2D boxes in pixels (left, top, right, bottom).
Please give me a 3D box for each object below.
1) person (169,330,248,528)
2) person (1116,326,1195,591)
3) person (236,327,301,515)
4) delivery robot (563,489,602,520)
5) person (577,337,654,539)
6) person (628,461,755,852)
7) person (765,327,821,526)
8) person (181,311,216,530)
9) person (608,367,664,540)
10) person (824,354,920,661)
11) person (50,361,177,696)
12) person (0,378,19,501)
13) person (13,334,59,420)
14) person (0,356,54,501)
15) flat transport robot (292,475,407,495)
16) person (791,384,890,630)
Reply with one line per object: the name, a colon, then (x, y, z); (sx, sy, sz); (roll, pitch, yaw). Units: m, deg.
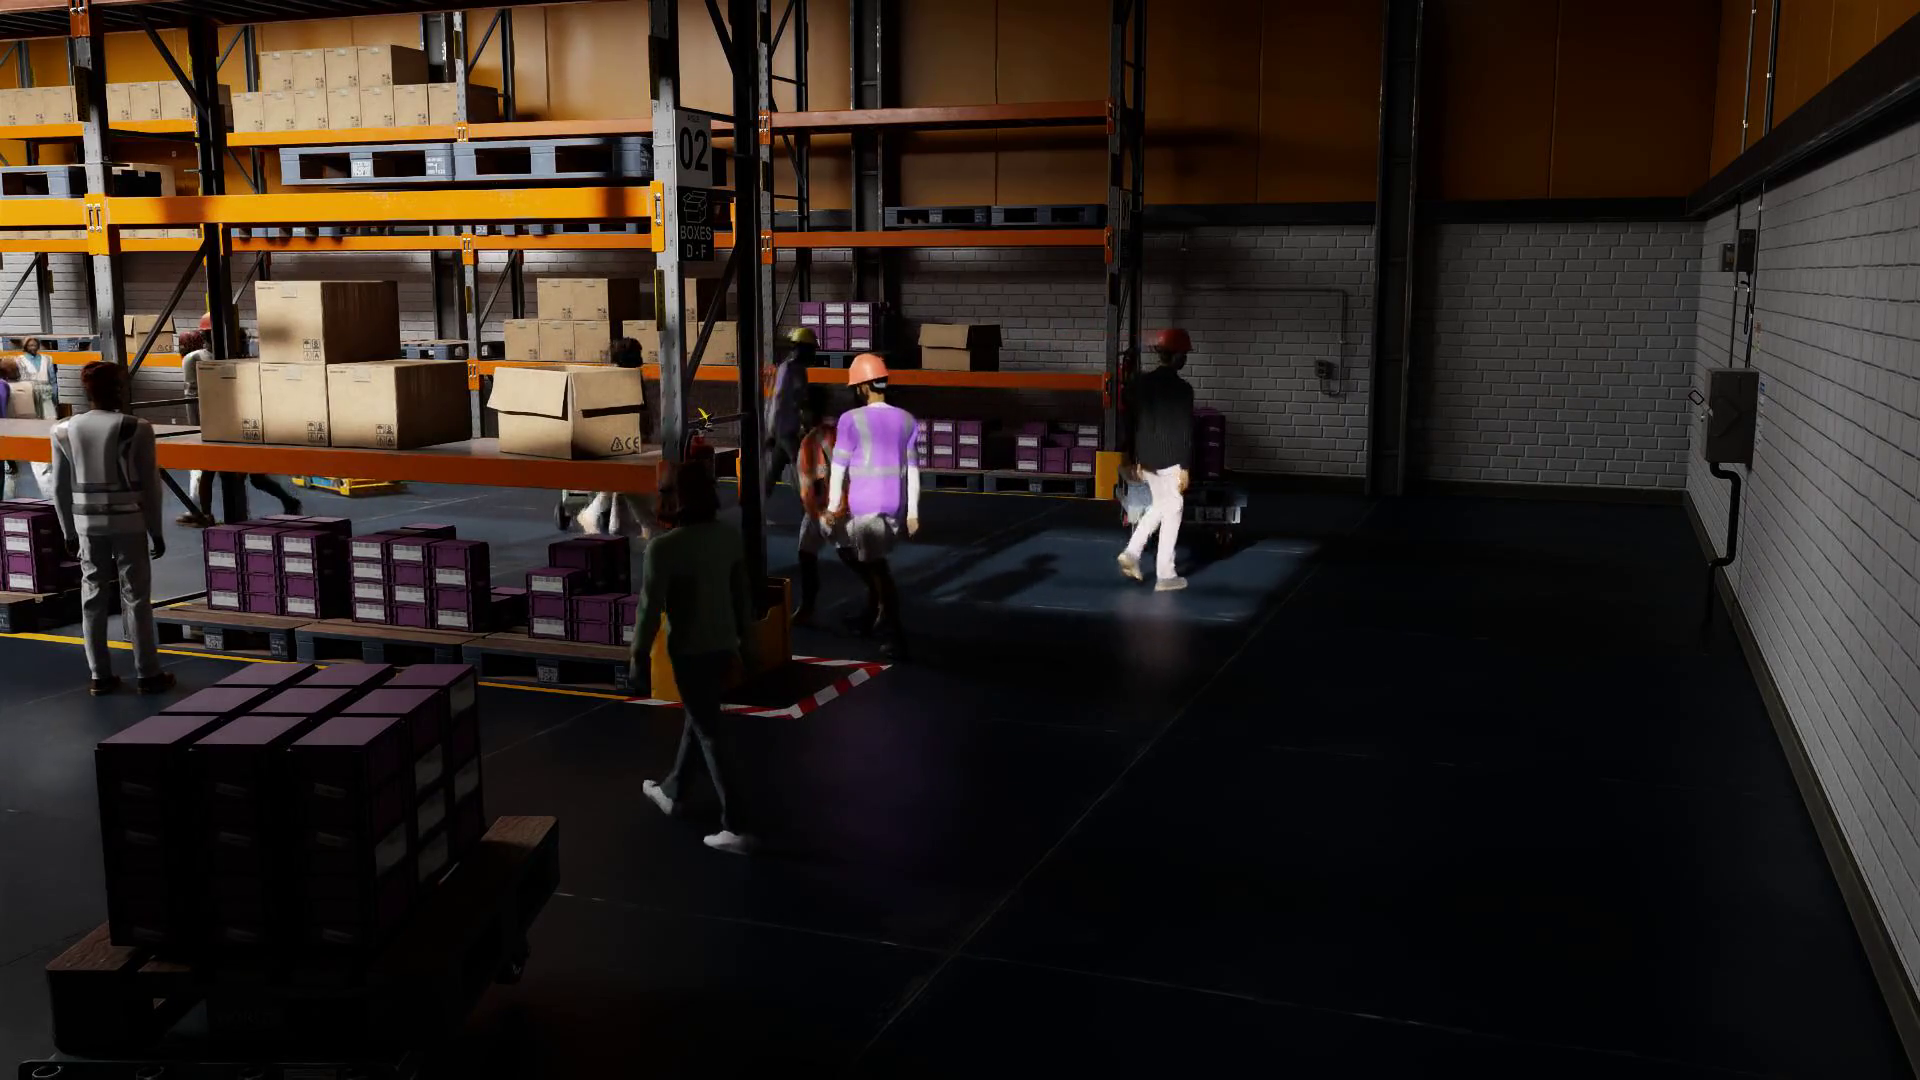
person: (-7.018, -1.003, 15.344); (0.835, 1.847, 0.617); (-2, 9, -12)
person: (1.508, -0.595, 12.379); (0.485, 1.978, 0.647); (-6, 11, -32)
person: (-6.269, -0.940, 14.739); (0.610, 1.929, 0.773); (3, 10, 21)
delivery robot: (-3.440, -0.437, 15.558); (0.477, 0.478, 0.707); (1, 9, 9)
person: (-2.986, -0.879, 14.699); (0.774, 1.821, 0.634); (1, 9, 4)
person: (-1.141, 0.467, 6.928); (0.842, 1.585, 0.519); (7, 11, 37)
person: (-1.567, -1.038, 15.513); (0.990, 1.870, 0.617); (1, 9, 4)
person: (-6.637, -1.036, 14.941); (0.369, 2.048, 0.605); (5, 10, 30)
person: (-2.747, -0.641, 13.872); (0.839, 1.599, 0.525); (4, 10, 22)
person: (-0.534, -0.220, 10.423); (0.538, 1.876, 1.006); (-7, 11, -36)
person: (-4.754, -0.059, 9.329); (0.574, 1.881, 0.358); (0, 9, -2)
person: (-7.808, -0.668, 13.258); (0.393, 1.846, 0.564); (4, 10, 22)
person: (-11.525, -1.751, 20.755); (0.362, 1.622, 0.531); (7, 11, 36)
person: (-8.772, -0.908, 15.542); (0.586, 1.602, 0.528); (4, 10, 21)
flat transport robot: (-6.723, -0.682, 18.278); (0.652, 0.197, 1.431); (-9, 13, -44)
person: (-0.806, -0.207, 10.977); (0.813, 1.658, 0.535); (3, 9, 17)
